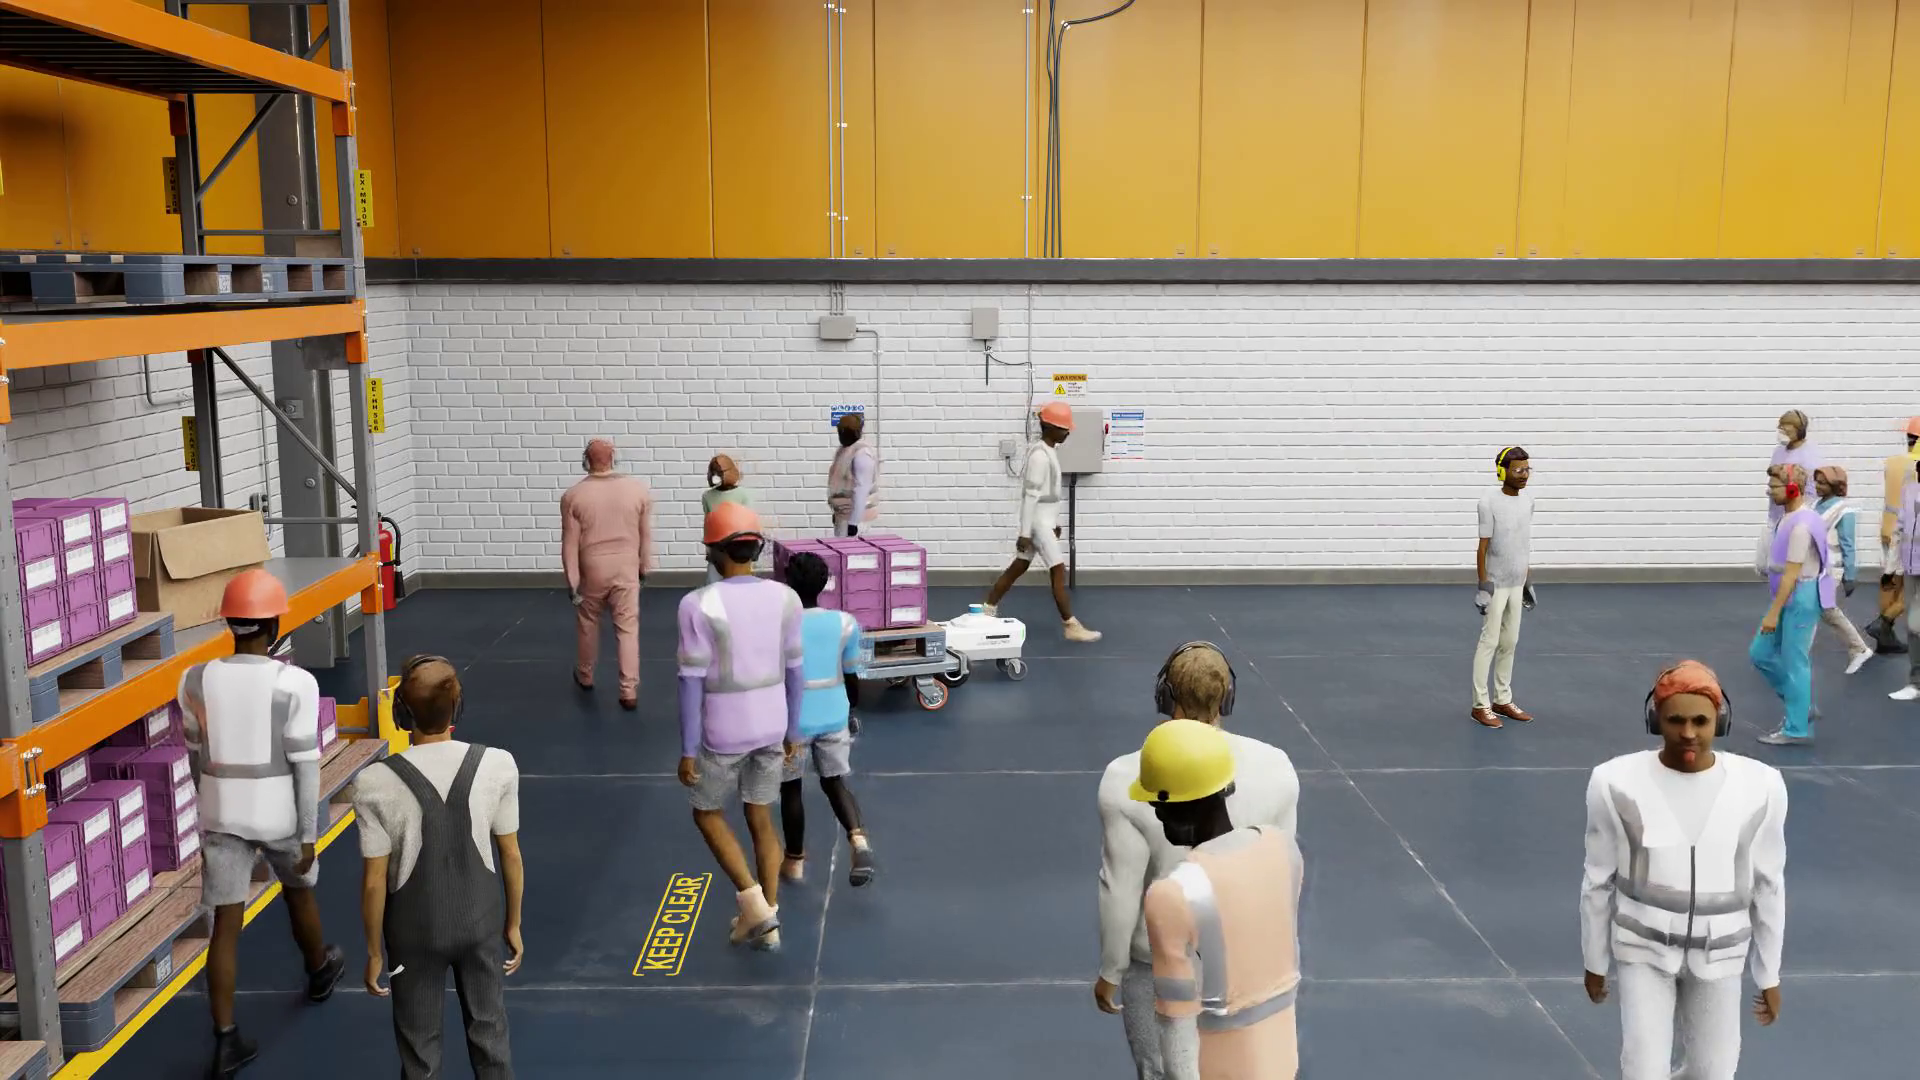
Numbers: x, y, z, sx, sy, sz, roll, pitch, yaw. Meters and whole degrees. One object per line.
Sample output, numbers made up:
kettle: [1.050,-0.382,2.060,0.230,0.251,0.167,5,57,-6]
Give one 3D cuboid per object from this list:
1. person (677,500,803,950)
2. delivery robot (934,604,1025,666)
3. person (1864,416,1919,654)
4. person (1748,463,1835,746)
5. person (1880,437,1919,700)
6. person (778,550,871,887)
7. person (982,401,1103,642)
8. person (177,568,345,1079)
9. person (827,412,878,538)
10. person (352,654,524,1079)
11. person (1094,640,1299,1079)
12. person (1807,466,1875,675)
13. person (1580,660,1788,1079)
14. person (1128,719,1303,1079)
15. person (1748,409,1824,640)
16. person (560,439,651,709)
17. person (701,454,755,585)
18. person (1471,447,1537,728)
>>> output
person: [-0.982,0.839,7.353,0.657,2.018,0.529,-8,12,-40]
delivery robot: [0.117,0.717,12.285,0.707,0.478,0.477,-3,10,-16]
person: [7.405,-0.029,12.981,0.423,1.916,0.571,0,9,1]
person: [5.250,0.423,10.525,0.474,1.821,0.559,2,10,14]
person: [6.711,0.208,11.563,0.428,1.911,0.598,-1,9,-8]
person: [-0.697,0.893,8.065,0.538,1.683,0.611,-6,11,-30]
person: [0.601,-0.155,13.570,1.066,1.990,0.649,1,9,7]
person: [-2.728,1.045,6.498,0.547,1.884,0.996,-1,9,-4]
person: [-0.939,-0.211,14.449,0.427,1.804,0.659,-3,10,-18]
person: [-1.640,1.262,5.283,0.506,1.847,0.345,-5,11,-29]
person: [0.705,1.258,5.023,0.635,1.937,0.353,-3,10,-15]
person: [6.443,0.240,12.291,0.826,1.609,0.507,0,9,-3]
person: [2.228,1.268,5.184,0.586,1.867,0.693,2,10,14]
person: [0.658,1.378,4.505,0.627,1.855,1.010,-7,11,-35]
person: [6.760,-0.107,13.459,0.510,1.918,0.656,0,9,2]
person: [-2.479,0.220,11.677,0.659,1.852,1.018,-4,10,-23]
person: [-1.792,0.131,13.032,0.504,1.589,0.687,4,10,24]
person: [3.645,0.307,11.069,0.526,1.871,0.313,-6,11,-32]
